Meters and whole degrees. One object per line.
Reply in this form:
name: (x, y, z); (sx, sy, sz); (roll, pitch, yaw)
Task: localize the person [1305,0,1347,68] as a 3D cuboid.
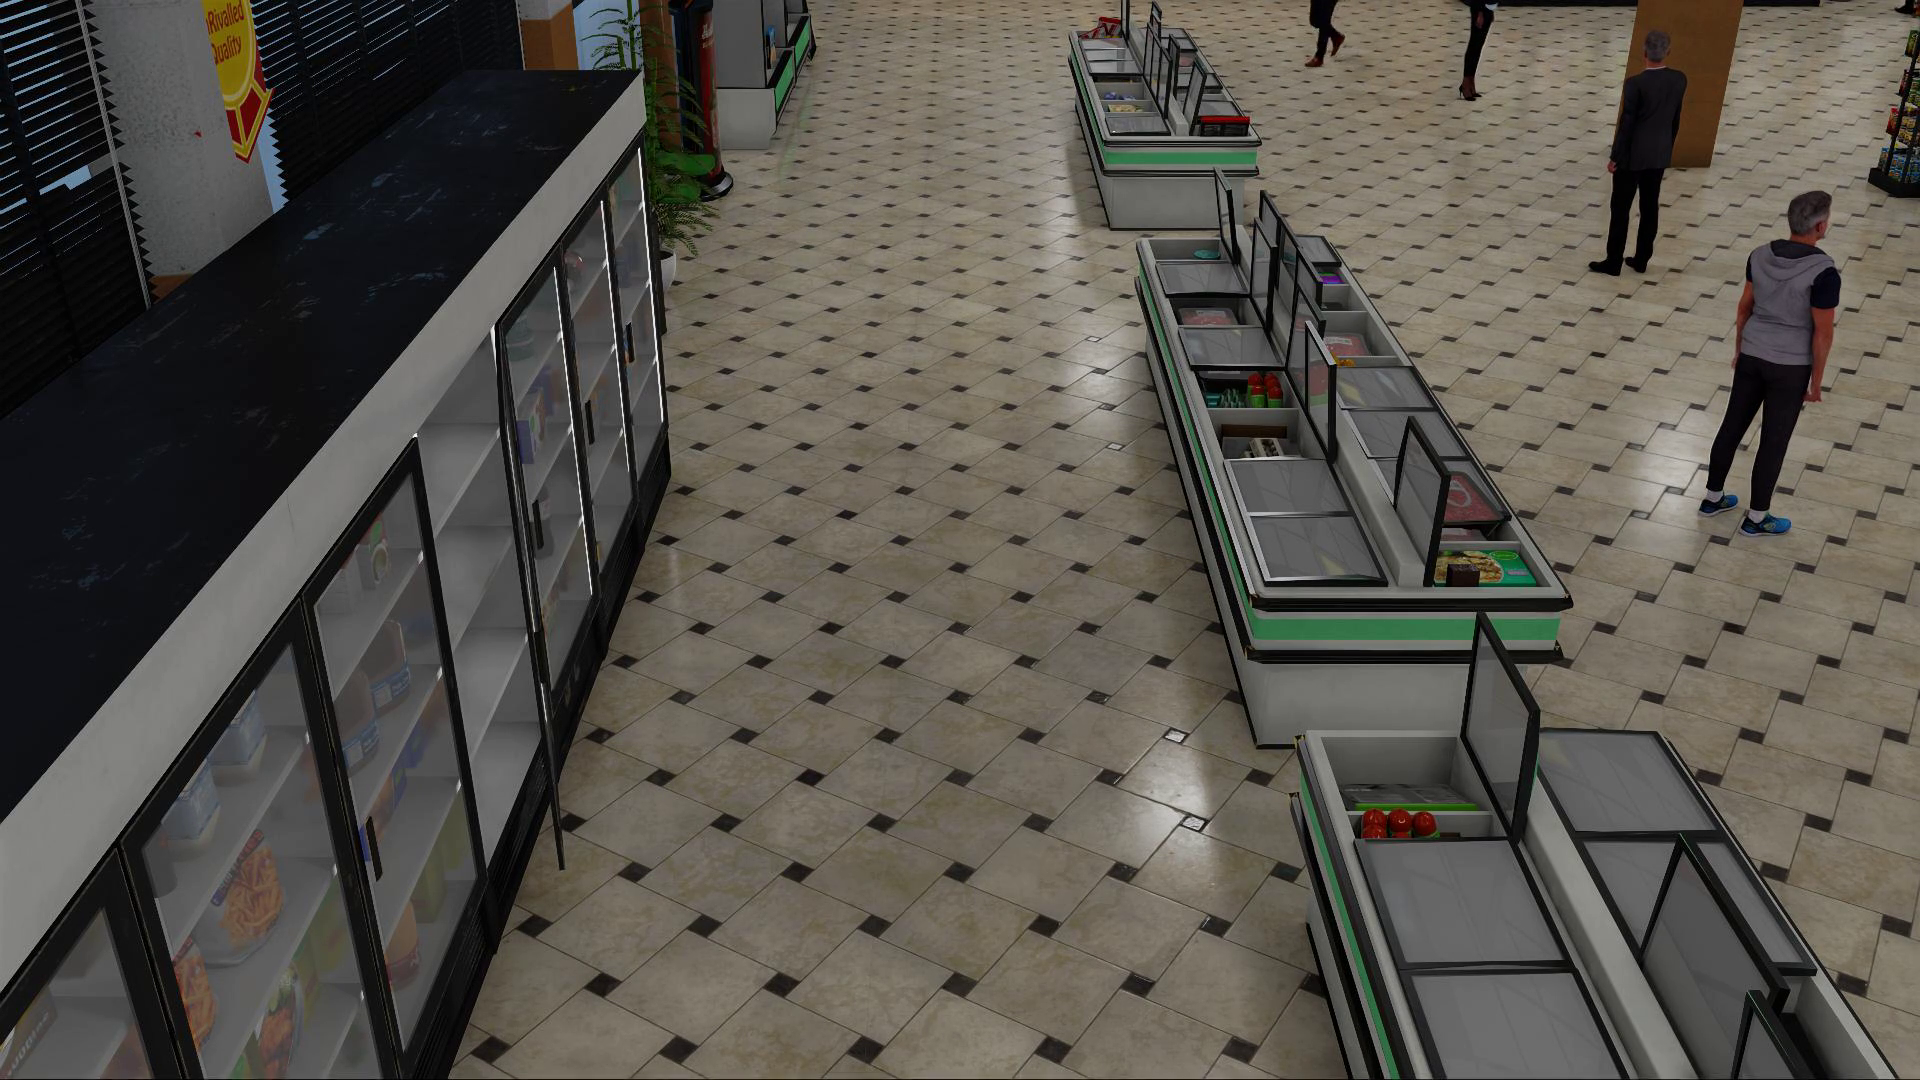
person: (4.466, -6.639, 19.995); (1.014, 1.803, 1.021); (-14, 30, -26)

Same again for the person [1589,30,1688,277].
person: (5.188, -2.936, 12.654); (0.774, 1.838, 0.712); (-8, 28, -15)

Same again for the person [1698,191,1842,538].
person: (4.244, -0.919, 8.689); (0.837, 1.827, 0.687); (-13, 30, -24)

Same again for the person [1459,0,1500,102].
person: (5.746, -5.797, 18.299); (0.732, 1.834, 0.639); (18, 32, 31)
